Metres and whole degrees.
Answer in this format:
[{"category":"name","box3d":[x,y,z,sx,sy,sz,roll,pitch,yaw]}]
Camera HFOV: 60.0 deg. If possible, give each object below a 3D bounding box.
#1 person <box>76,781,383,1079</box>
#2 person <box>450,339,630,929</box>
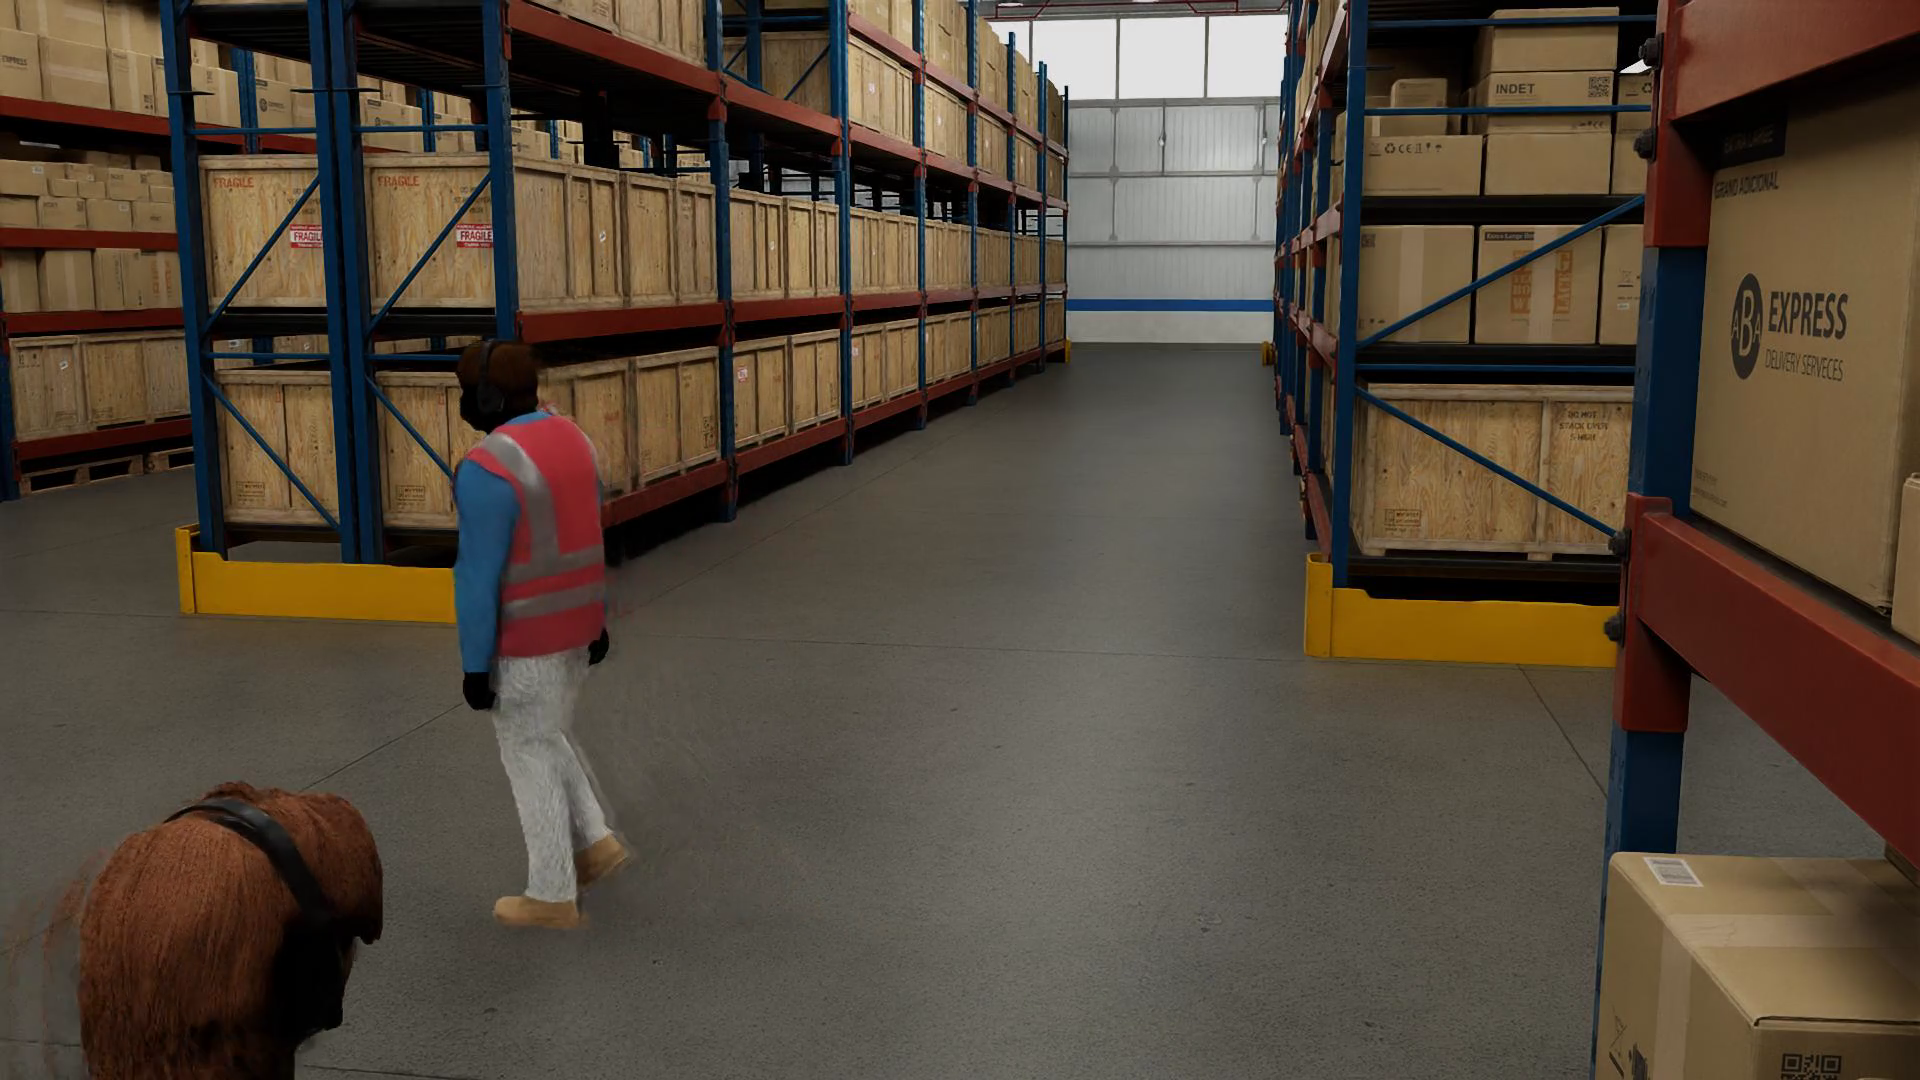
[{"category":"person","box3d":[-0.596,1.011,1.357,0.509,1.606,0.778,4,10,21]},{"category":"person","box3d":[-1.317,0.297,5.124,0.442,1.820,0.649,3,10,16]}]
